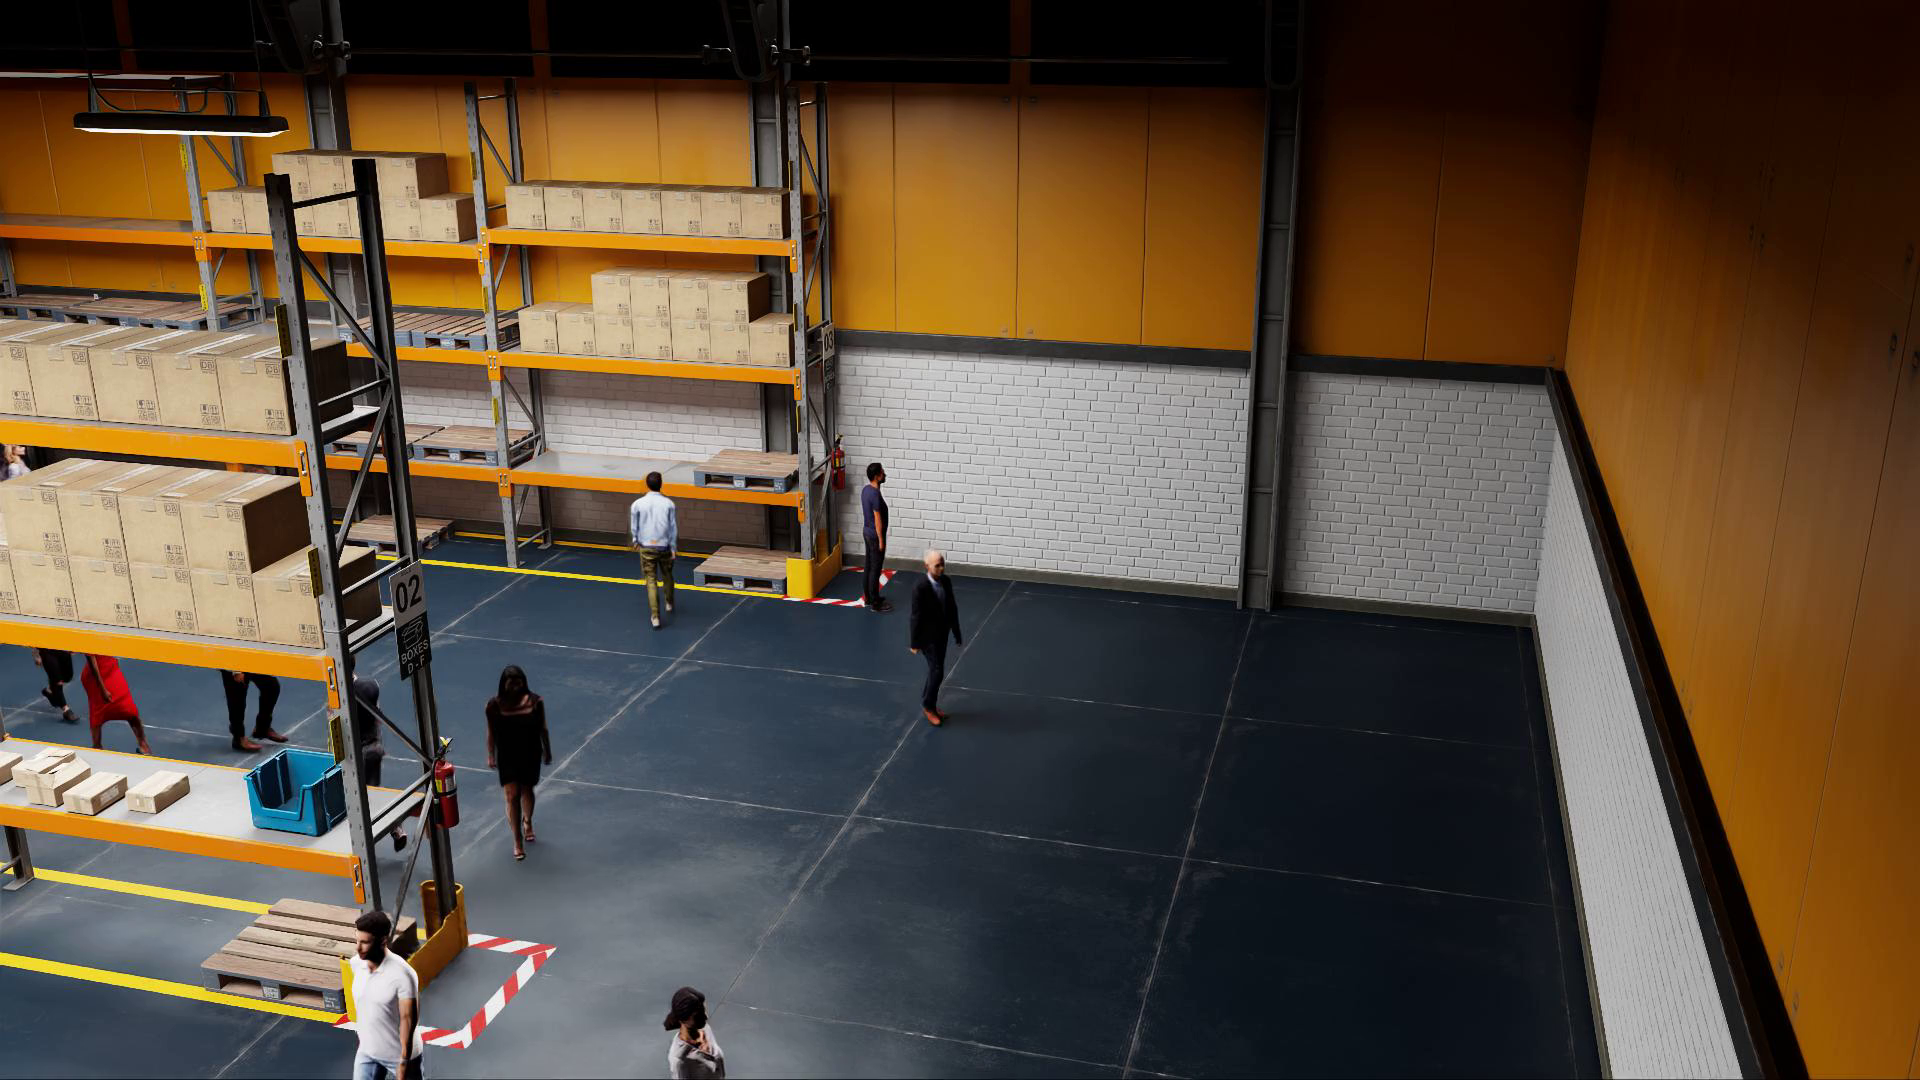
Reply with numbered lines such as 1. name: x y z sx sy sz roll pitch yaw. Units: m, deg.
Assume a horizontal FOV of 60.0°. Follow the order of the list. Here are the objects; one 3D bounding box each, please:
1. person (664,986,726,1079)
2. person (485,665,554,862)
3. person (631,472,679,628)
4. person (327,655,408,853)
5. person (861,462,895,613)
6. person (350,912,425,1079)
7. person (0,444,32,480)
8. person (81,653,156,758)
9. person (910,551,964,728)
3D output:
1. person: -1.520 3.352 9.562 0.513 1.774 0.587 5 19 14
2. person: -3.781 1.831 14.205 0.896 1.693 0.951 -8 20 -21
3. person: -3.515 0.128 19.130 1.093 1.777 1.027 -3 19 -9
4. person: -4.965 1.811 13.912 0.994 1.918 0.840 12 22 33
5. person: -1.017 -0.053 19.643 0.738 1.793 0.724 -7 20 -19
6. person: -3.455 3.082 10.268 0.996 1.835 0.858 9 21 24
7. person: -11.740 -0.385 20.696 1.251 1.751 1.092 -7 20 -21
8. person: -8.127 1.338 15.625 0.904 1.722 0.585 6 20 17
9. person: -0.317 0.940 16.704 0.805 1.787 0.795 16 25 40
